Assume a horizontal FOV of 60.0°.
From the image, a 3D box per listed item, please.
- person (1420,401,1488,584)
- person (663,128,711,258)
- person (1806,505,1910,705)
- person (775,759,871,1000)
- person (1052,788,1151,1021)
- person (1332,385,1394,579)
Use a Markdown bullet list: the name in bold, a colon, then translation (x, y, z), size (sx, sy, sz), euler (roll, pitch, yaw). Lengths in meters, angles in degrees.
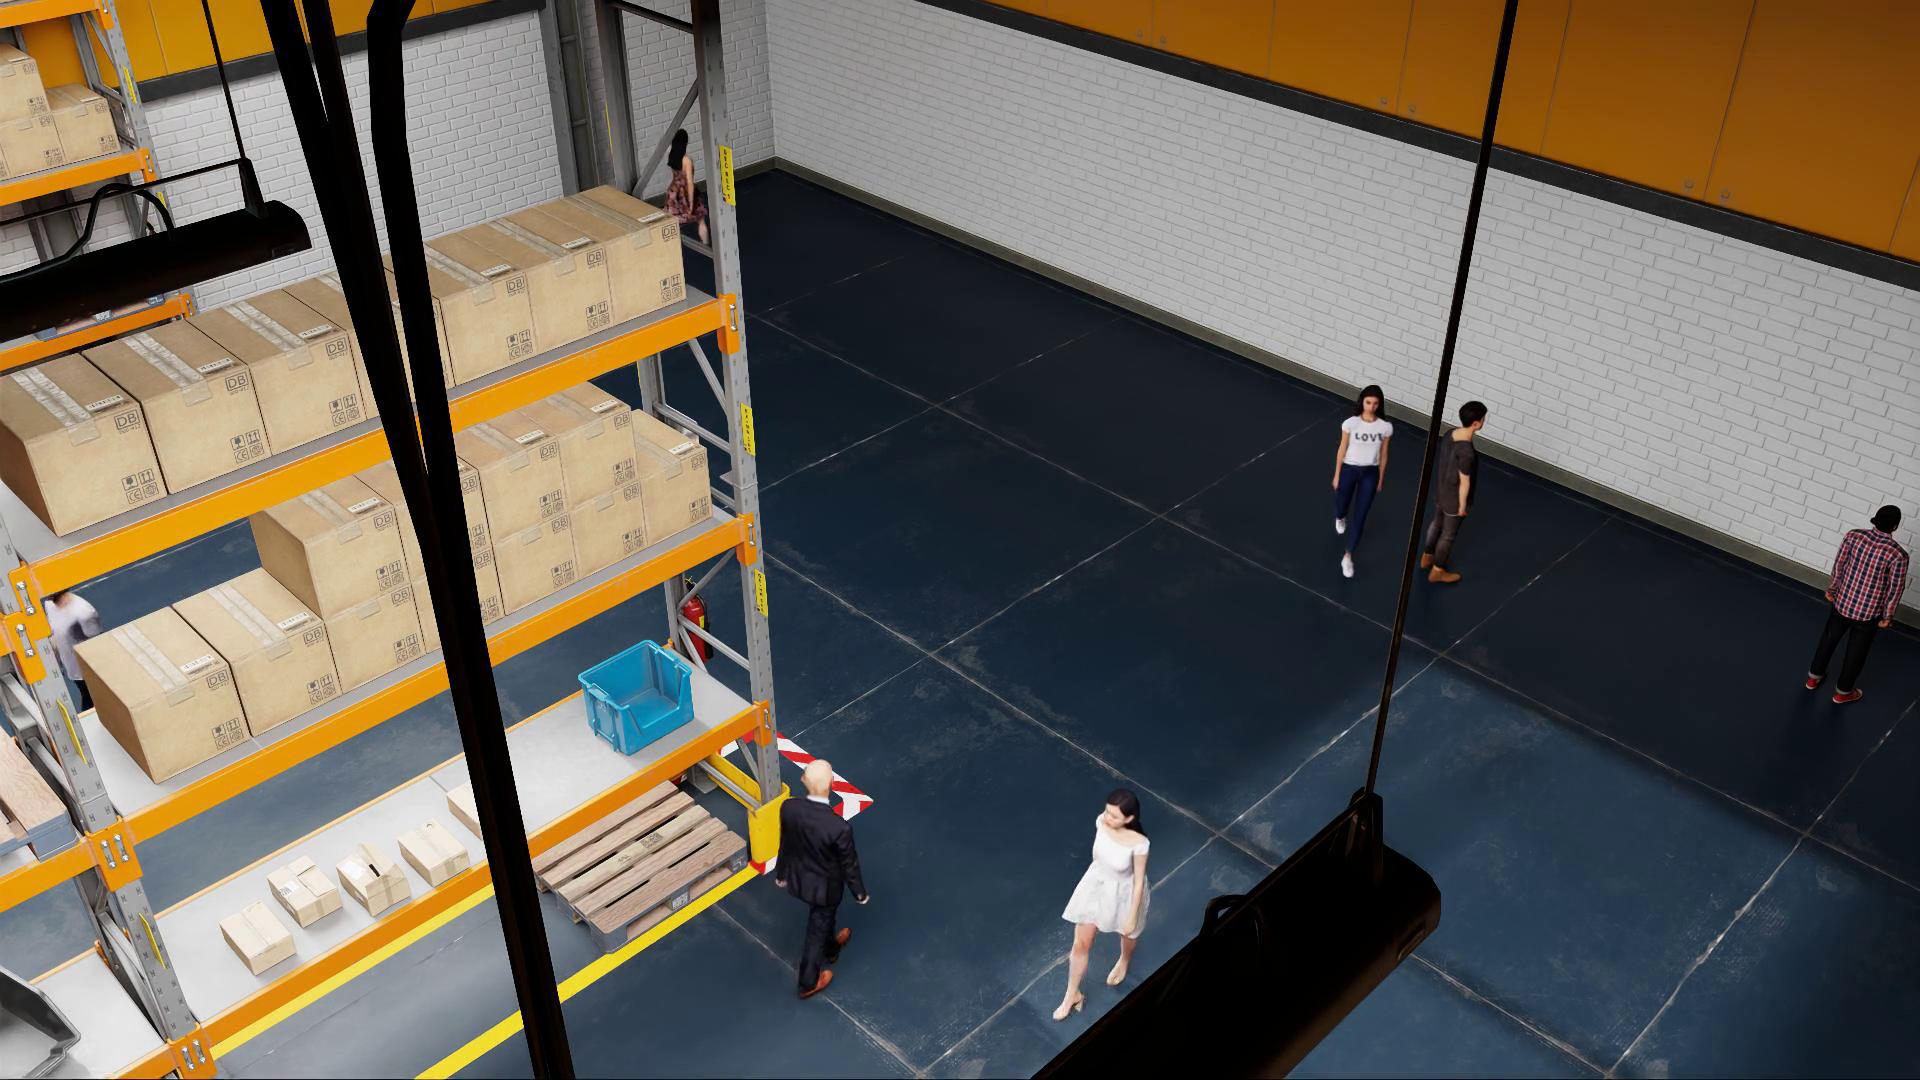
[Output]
- **person**: translation (4.232, -0.428, 14.305), size (0.717, 1.712, 0.685), euler (-4, 34, -6)
- **person**: translation (-3.321, -3.941, 19.577), size (0.770, 1.726, 1.232), euler (21, 39, 28)
- **person**: translation (6.982, 0.478, 12.897), size (0.639, 1.761, 0.719), euler (-23, 40, -30)
- **person**: translation (-0.937, 2.179, 10.329), size (0.859, 1.770, 0.952), euler (20, 38, 27)
- **person**: translation (1.020, 2.182, 10.344), size (0.641, 1.750, 0.937), euler (28, 42, 35)
- **person**: translation (3.458, -0.576, 14.487), size (0.950, 1.757, 1.058), euler (3, 34, 5)
